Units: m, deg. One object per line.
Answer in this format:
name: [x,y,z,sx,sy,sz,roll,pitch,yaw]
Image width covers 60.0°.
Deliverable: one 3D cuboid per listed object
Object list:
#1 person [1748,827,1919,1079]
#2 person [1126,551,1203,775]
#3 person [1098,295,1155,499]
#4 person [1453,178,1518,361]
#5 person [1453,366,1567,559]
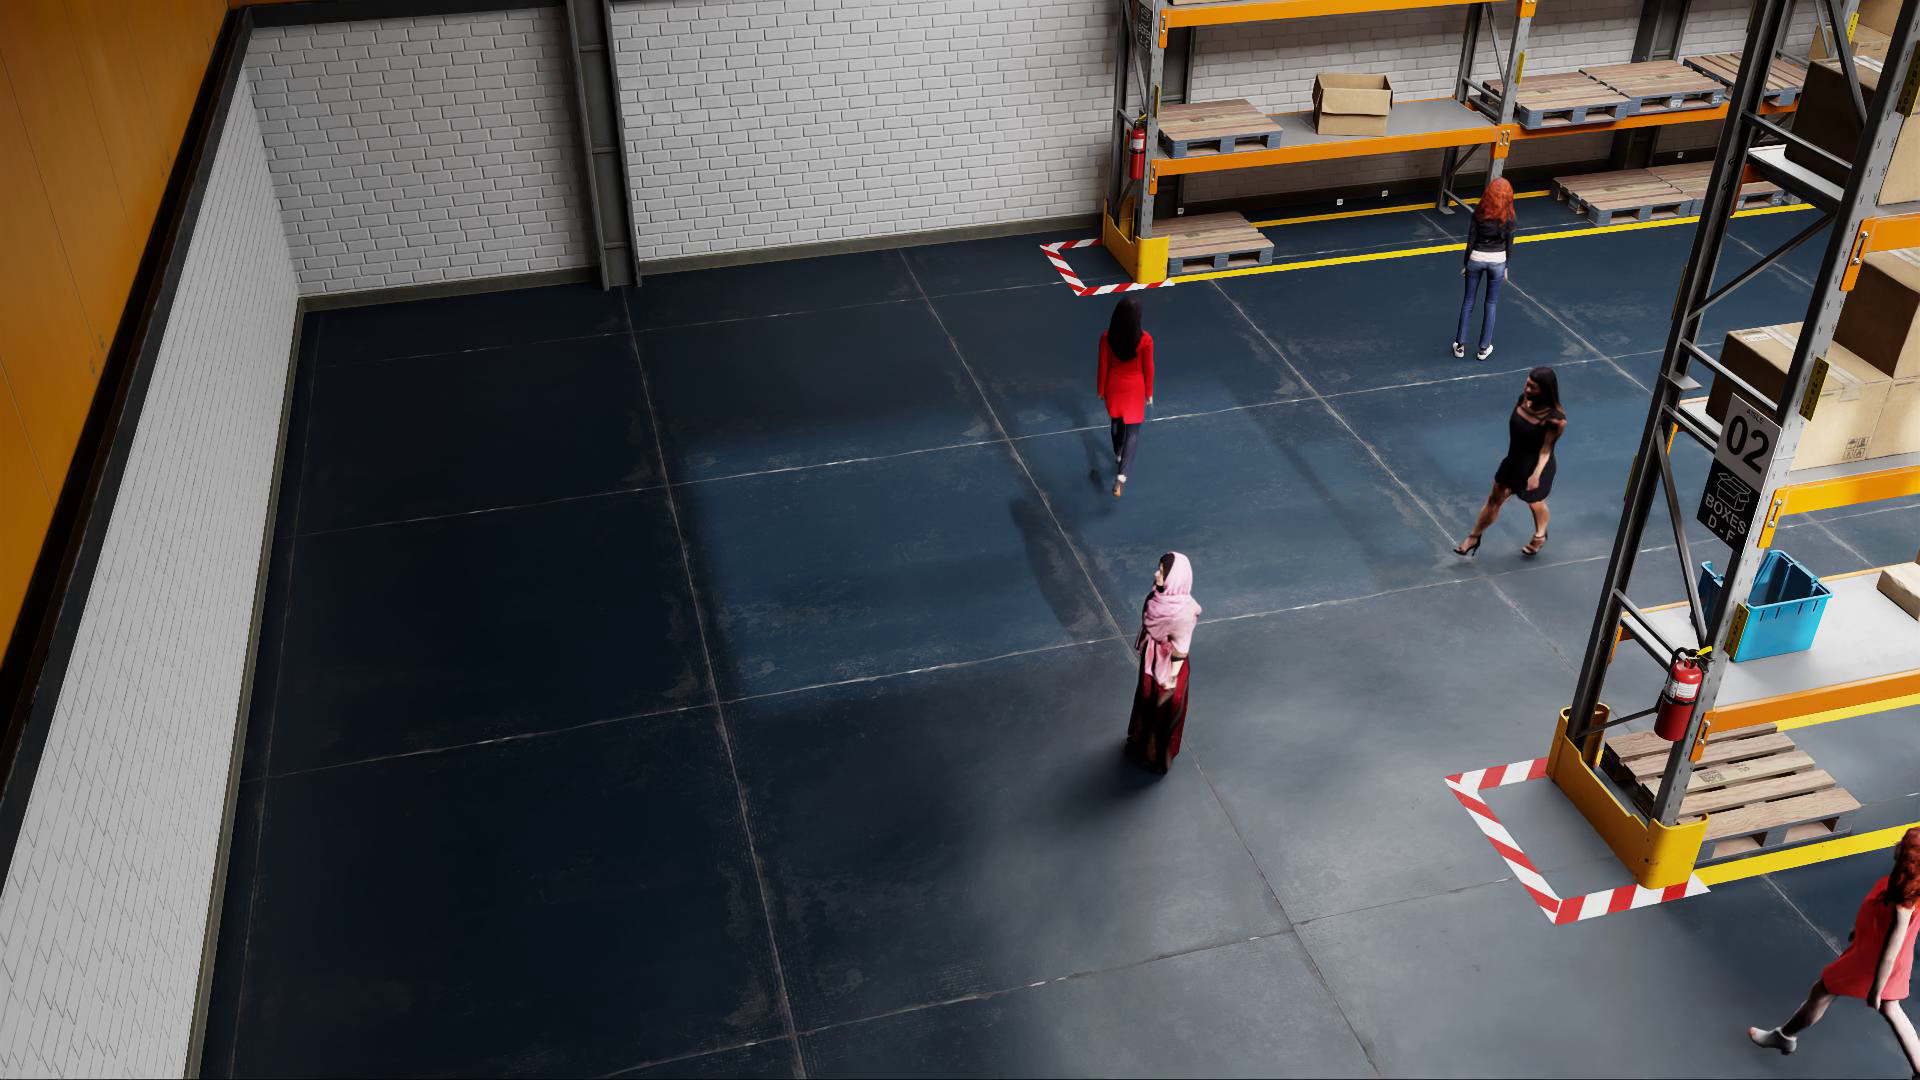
person: [4.755,2.202,8.441,1.052,1.783,1.175,29,43,36]
person: [1.323,0.757,10.746,0.581,1.638,0.650,-9,35,-13]
person: [1.339,-1.139,13.528,1.106,1.715,1.024,9,35,13]
person: [4.917,-2.539,15.567,0.646,1.790,0.729,11,35,16]
person: [4.413,-0.562,12.696,1.064,1.674,0.754,-14,36,-20]
